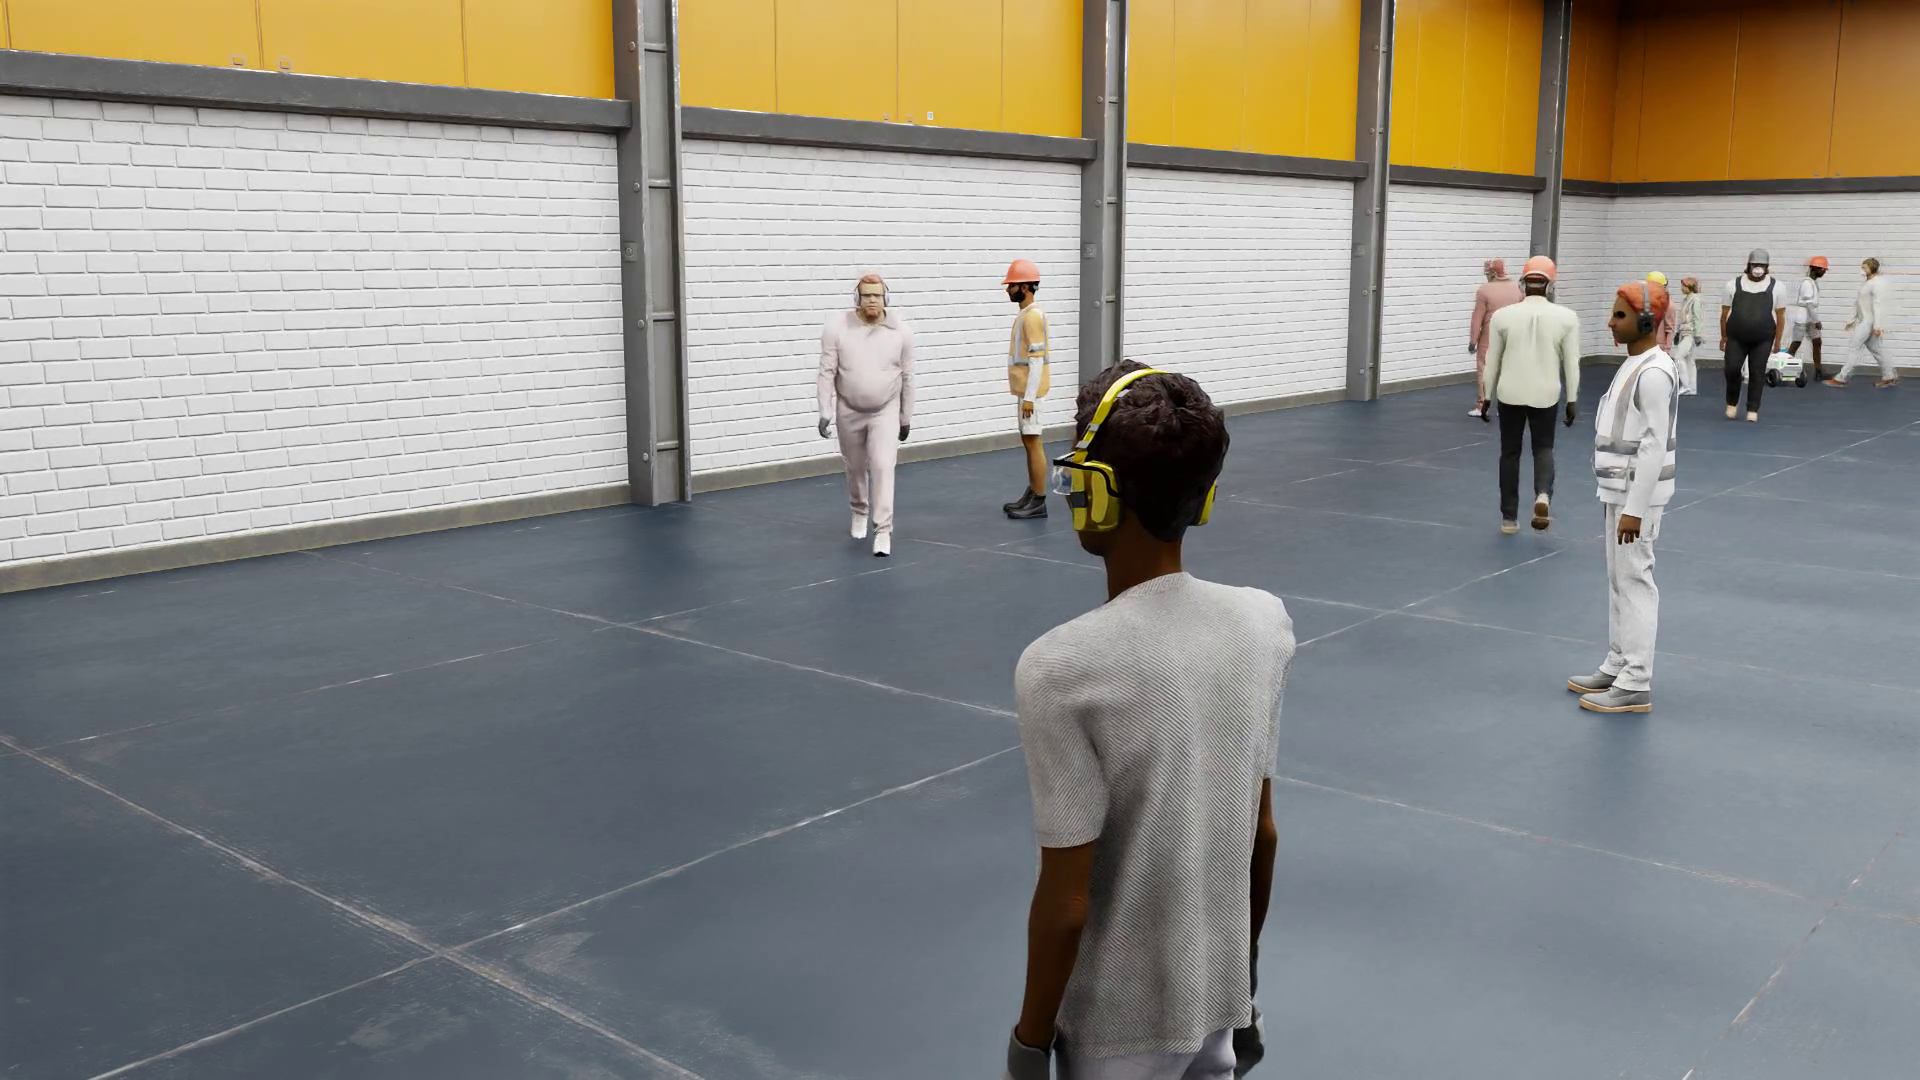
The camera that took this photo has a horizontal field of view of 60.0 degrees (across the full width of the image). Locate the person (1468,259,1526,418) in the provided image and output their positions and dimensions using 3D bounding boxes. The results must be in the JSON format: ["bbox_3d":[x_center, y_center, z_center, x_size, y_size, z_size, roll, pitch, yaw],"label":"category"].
[{"bbox_3d":[6.410,-2.397,19.878,0.692,1.891,0.419,-2,10,-9],"label":"person"}]

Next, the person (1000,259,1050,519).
[{"bbox_3d":[0.485,-1.123,12.470,0.379,1.937,0.548,0,10,-1],"label":"person"}]

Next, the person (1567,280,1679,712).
[{"bbox_3d":[2.930,-0.185,7.289,0.355,1.882,0.576,2,10,12],"label":"person"}]

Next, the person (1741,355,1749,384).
[{"bbox_3d":[11.865,-3.284,24.930,0.355,1.883,0.572,-1,10,-4],"label":"person"}]

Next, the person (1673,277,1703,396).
[{"bbox_3d":[9.896,-2.766,22.702,0.505,1.618,0.552,1,10,4],"label":"person"}]

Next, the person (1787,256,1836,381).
[{"bbox_3d":[12.950,-3.340,25.220,0.873,1.883,0.543,10,14,44],"label":"person"}]

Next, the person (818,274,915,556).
[{"bbox_3d":[-0.629,-0.871,11.295,0.646,1.859,1.022,0,10,1],"label":"person"}]

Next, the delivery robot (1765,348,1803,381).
[{"bbox_3d":[12.037,-2.576,24.411,0.477,0.478,0.707,-1,10,-3],"label":"delivery robot"}]

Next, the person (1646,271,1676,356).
[{"bbox_3d":[7.841,-2.153,18.844,0.321,1.761,0.522,-4,11,-22],"label":"person"}]

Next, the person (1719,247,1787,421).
[{"bbox_3d":[9.244,-2.396,19.421,0.696,2.000,0.541,5,11,27],"label":"person"}]

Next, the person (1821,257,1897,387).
[{"bbox_3d":[13.171,-3.146,24.135,1.019,1.894,0.632,3,10,16],"label":"person"}]

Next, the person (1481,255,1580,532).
[{"bbox_3d":[4.023,-1.012,11.732,0.644,1.972,0.558,3,10,15],"label":"person"}]

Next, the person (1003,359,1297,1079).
[{"bbox_3d":[0.246,0.683,2.377,0.511,1.872,0.329,-9,13,-40],"label":"person"}]
